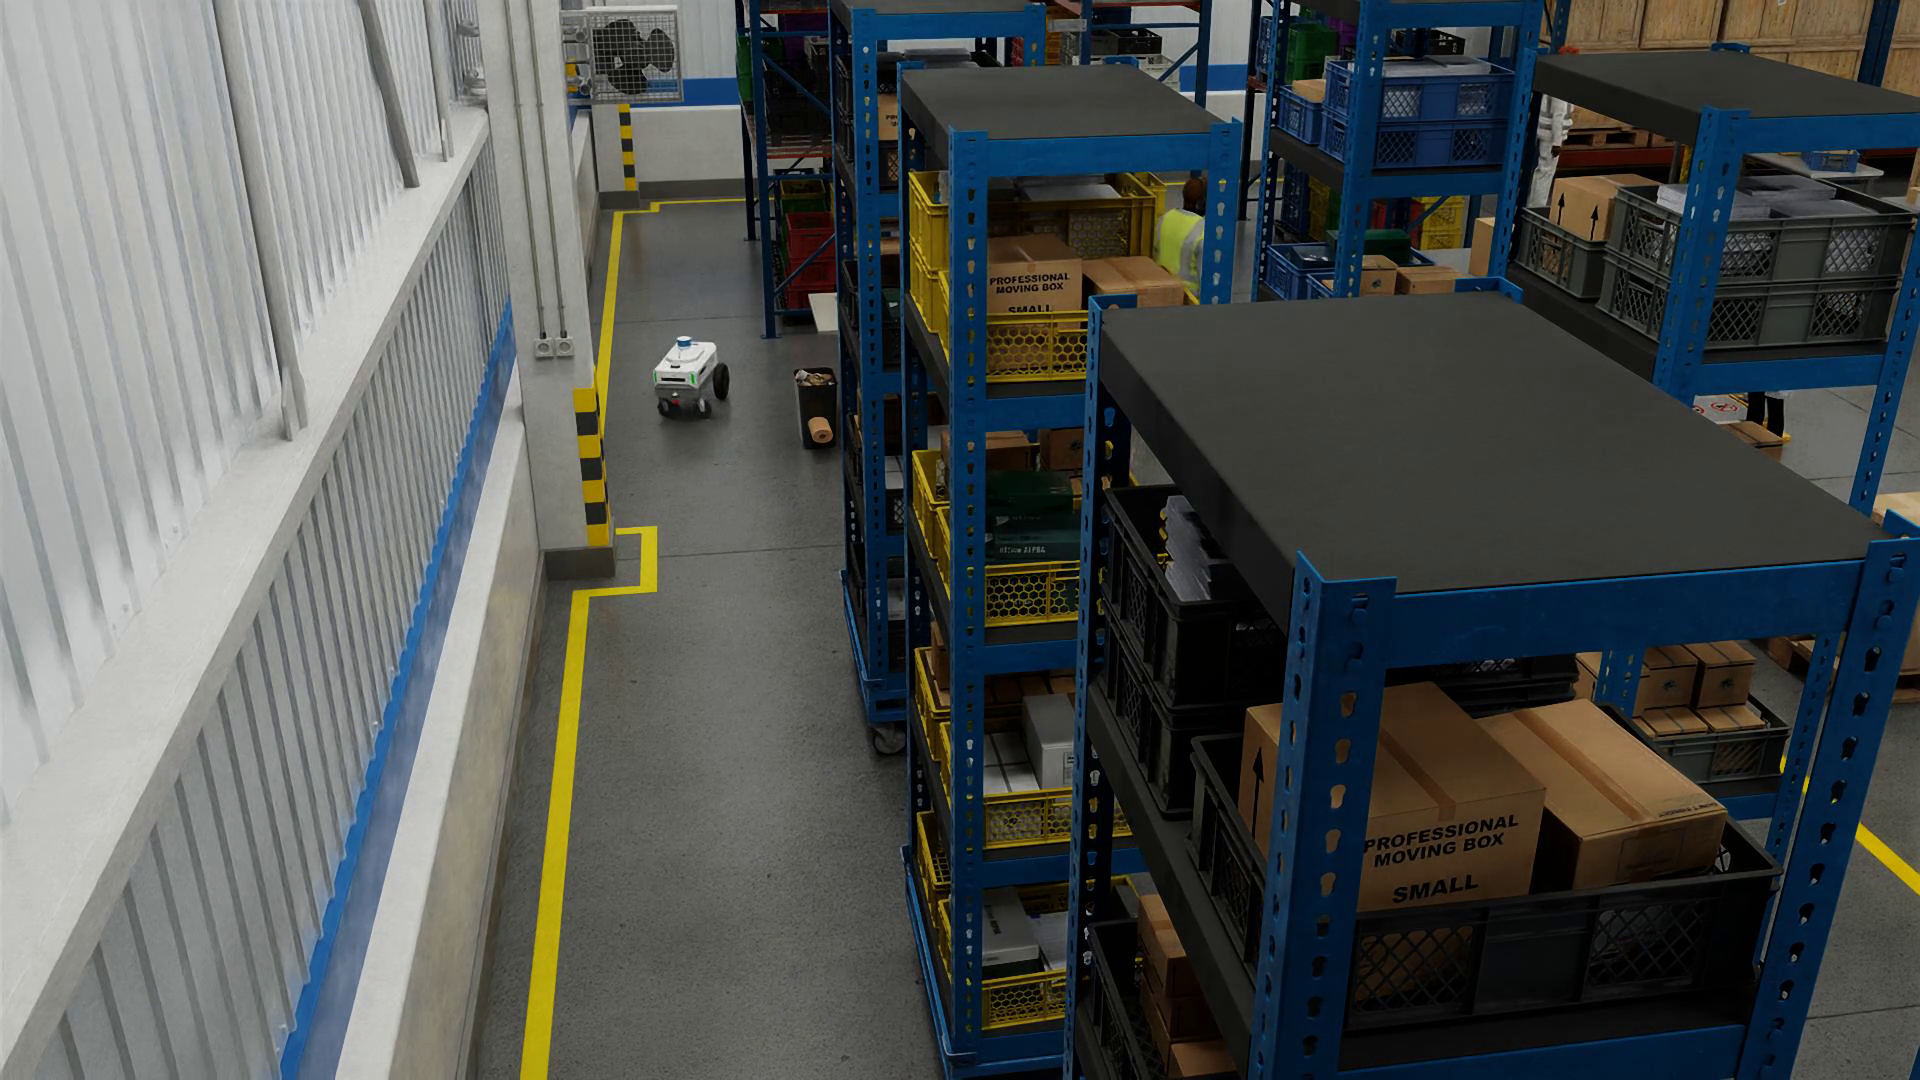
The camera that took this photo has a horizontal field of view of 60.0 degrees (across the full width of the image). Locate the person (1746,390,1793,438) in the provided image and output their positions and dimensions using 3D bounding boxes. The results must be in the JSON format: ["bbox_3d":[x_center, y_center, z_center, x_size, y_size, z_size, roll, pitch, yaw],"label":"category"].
[{"bbox_3d":[5.527,-1.269,11.324,0.316,1.700,0.541,-3,25,-6],"label":"person"}]

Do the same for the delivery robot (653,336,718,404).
[{"bbox_3d":[-2.086,-1.306,12.660,0.477,0.478,0.707,3,25,6],"label":"delivery robot"}]

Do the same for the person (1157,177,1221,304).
[{"bbox_3d":[1.671,-1.751,12.233,0.432,1.831,0.640,-13,28,-26],"label":"person"}]

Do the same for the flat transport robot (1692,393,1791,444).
[{"bbox_3d":[5.224,-0.859,12.132,1.431,0.197,0.652,-4,25,-8],"label":"flat transport robot"}]

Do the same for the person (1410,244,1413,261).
[{"bbox_3d":[2.661,-1.008,10.475,0.635,1.937,0.353,16,29,31],"label":"person"}]

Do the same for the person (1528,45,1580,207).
[{"bbox_3d":[6.296,-4.277,17.646,0.337,1.882,0.584,5,25,10],"label":"person"}]
